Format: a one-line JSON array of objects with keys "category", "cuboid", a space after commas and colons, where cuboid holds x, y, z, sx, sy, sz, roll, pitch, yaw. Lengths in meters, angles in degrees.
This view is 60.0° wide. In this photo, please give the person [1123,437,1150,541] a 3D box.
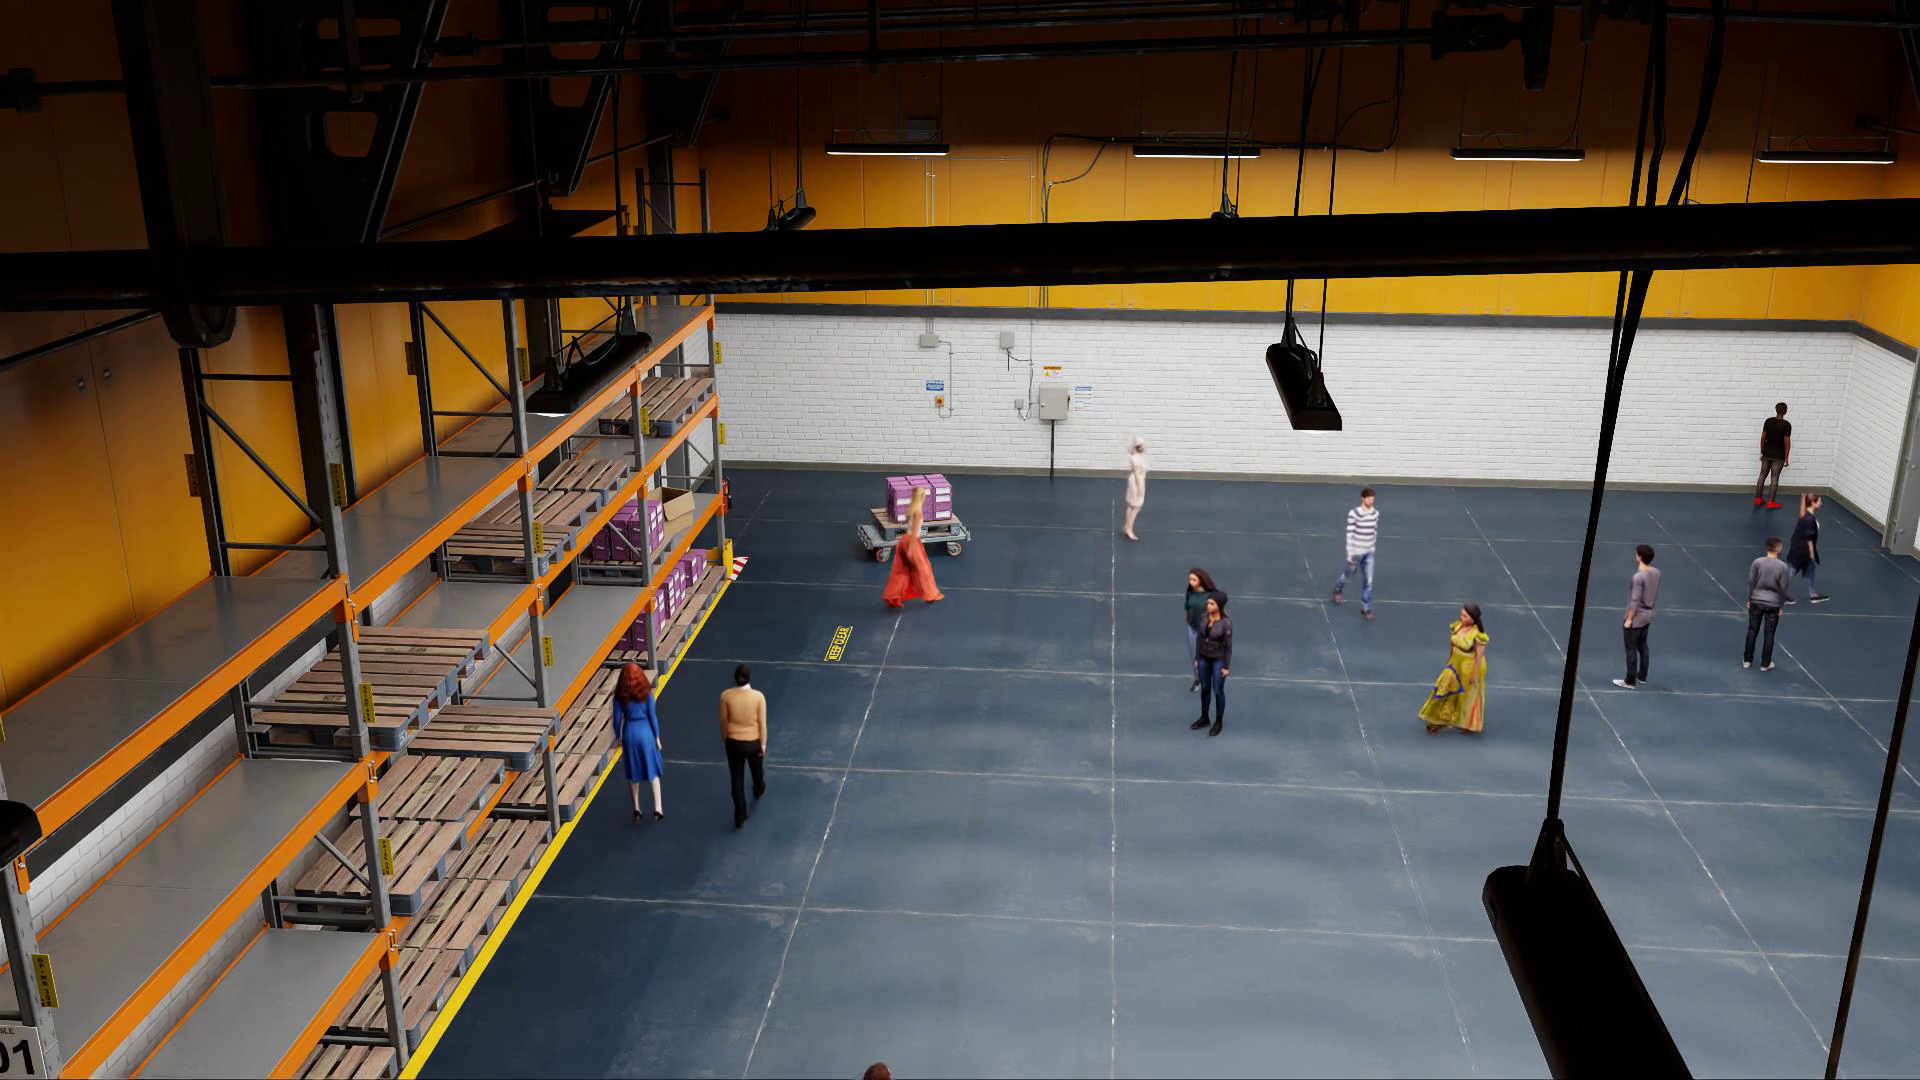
[{"category": "person", "cuboid": [2.758, -0.832, 26.404, 0.829, 1.703, 0.534, -1, 19, -4]}]

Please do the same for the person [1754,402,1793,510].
[{"category": "person", "cuboid": [13.723, -1.443, 28.058, 0.775, 1.804, 0.685, -12, 22, -32]}]

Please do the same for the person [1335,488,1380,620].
[{"category": "person", "cuboid": [5.565, 0.145, 23.318, 0.868, 1.821, 1.204, -4, 19, -12]}]

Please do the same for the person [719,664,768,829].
[{"category": "person", "cuboid": [-2.284, 2.182, 17.443, 0.768, 1.710, 1.170, -1, 19, -3]}]

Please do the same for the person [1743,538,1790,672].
[{"category": "person", "cuboid": [10.376, 0.817, 21.417, 0.700, 1.761, 0.716, 14, 23, 35]}]

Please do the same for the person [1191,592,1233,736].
[{"category": "person", "cuboid": [2.989, 1.437, 19.601, 0.709, 1.745, 0.750, 17, 25, 41]}]

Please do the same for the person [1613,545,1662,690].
[{"category": "person", "cuboid": [8.532, 0.951, 20.878, 0.734, 1.851, 0.771, -13, 23, -34]}]

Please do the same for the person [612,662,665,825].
[{"category": "person", "cuboid": [-3.372, 2.152, 17.352, 0.653, 1.826, 0.581, 1, 19, 3]}]

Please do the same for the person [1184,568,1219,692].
[{"category": "person", "cuboid": [3.036, 1.096, 20.844, 0.775, 1.597, 0.874, 11, 22, 30]}]

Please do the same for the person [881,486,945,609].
[{"category": "person", "cuboid": [-0.777, 0.154, 23.424, 0.983, 1.736, 1.181, -2, 19, -7]}]

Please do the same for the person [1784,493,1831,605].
[{"category": "person", "cuboid": [11.858, 0.134, 23.601, 0.856, 1.662, 0.934, 7, 20, 20]}]

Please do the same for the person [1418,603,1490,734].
[{"category": "person", "cuboid": [6.005, 1.500, 19.586, 1.221, 1.635, 1.195, -13, 23, -34]}]
